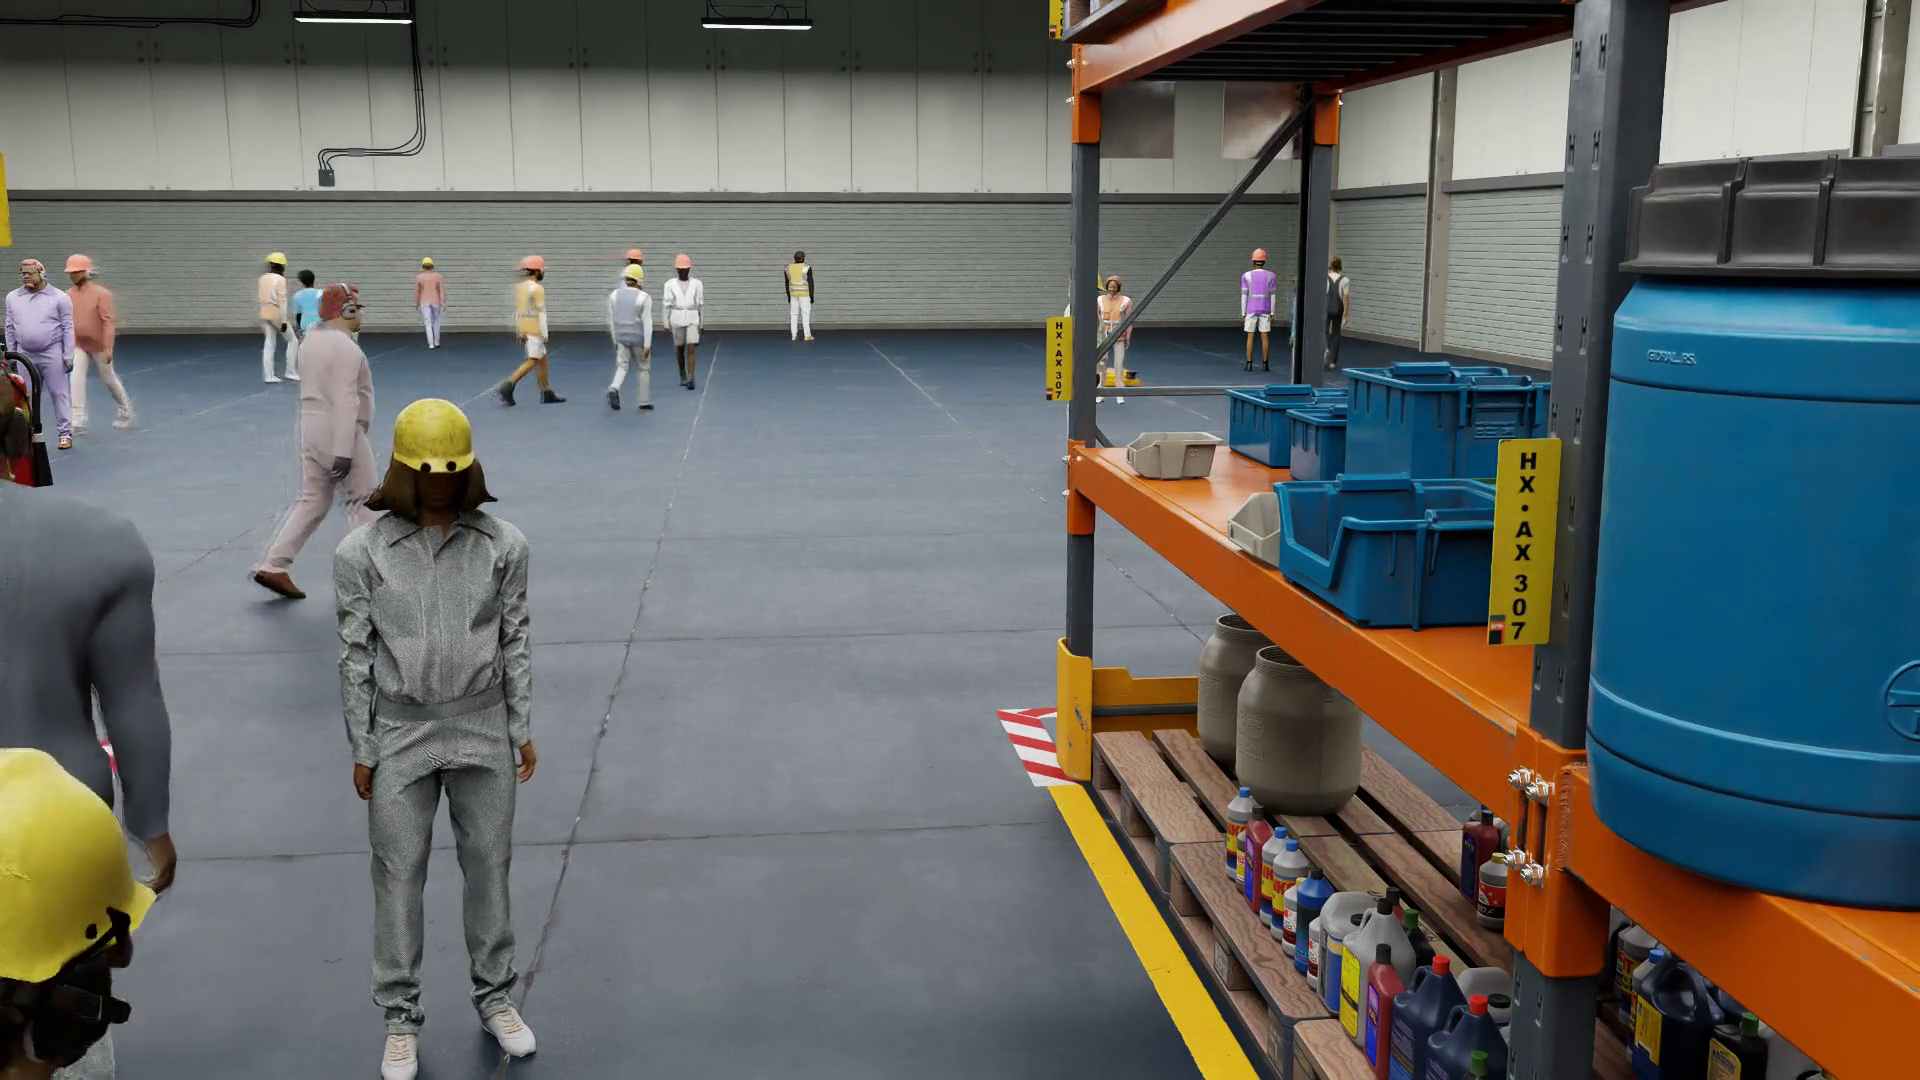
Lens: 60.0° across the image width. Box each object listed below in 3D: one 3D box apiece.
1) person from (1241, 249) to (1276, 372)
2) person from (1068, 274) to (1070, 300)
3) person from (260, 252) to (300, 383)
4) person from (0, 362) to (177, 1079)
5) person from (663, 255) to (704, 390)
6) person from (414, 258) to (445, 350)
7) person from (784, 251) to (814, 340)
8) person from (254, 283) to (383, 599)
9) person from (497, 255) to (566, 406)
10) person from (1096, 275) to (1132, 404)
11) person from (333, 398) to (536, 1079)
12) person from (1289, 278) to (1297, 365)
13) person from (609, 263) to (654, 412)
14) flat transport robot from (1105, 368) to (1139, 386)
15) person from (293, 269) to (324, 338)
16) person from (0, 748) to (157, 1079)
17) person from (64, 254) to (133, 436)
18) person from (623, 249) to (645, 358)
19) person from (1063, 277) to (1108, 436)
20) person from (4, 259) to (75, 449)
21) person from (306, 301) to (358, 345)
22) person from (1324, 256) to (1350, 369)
[{"bbox_3d":[4.728,-3.639,26.391,0.546,1.942,0.353,1,10,5],"label":"person"},{"bbox_3d":[2.233,-4.438,31.053,0.429,1.844,0.626,9,13,39],"label":"person"},{"bbox_3d":[-9.950,-3.245,24.349,0.610,1.893,0.687,7,12,33],"label":"person"},{"bbox_3d":[-1.869,0.595,3.233,0.643,1.925,0.638,-5,12,-26],"label":"person"},{"bbox_3d":[-3.906,-3.086,23.526,0.564,1.889,1.008,-2,11,-10],"label":"person"},{"bbox_3d":[-10.117,-4.507,31.724,0.550,1.718,0.882,-4,11,-20],"label":"person"},{"bbox_3d":[-3.295,-5.043,34.366,0.627,1.844,0.429,3,11,17],"label":"person"},{"bbox_3d":[-3.764,-0.584,9.870,0.645,1.871,0.877,9,14,41],"label":"person"},{"bbox_3d":[-5.478,-2.651,21.090,0.880,1.914,0.559,-7,13,-35],"label":"person"},{"bbox_3d":[1.948,-2.567,21.351,0.511,1.638,0.308,2,10,9],"label":"person"},{"bbox_3d":[-1.312,0.505,4.233,0.485,1.740,0.304,-6,12,-29],"label":"person"},{"bbox_3d":[4.600,-2.712,22.232,0.350,1.614,0.596,8,13,36],"label":"person"},{"bbox_3d":[-3.990,-2.426,20.088,0.589,1.815,0.707,3,11,17],"label":"person"},{"bbox_3d":[1.928,-2.391,24.133,0.652,0.197,1.431,-6,12,-28],"label":"flat transport robot"},{"bbox_3d":[-9.278,-3.052,23.902,0.554,1.669,0.560,2,10,8],"label":"person"},{"bbox_3d":[-0.767,1.021,1.464,0.537,1.710,0.933,1,10,8],"label":"person"},{"bbox_3d":[-9.452,-2.137,18.160,0.629,1.947,1.008,1,10,6],"label":"person"},{"bbox_3d":[-5.725,-4.180,29.424,0.642,1.911,0.575,-6,12,-30],"label":"person"},{"bbox_3d":[1.192,-1.636,15.721,0.404,1.830,0.588,-4,11,-19],"label":"person"},{"bbox_3d":[-9.235,-1.852,16.696,0.645,1.908,0.408,-2,10,-8],"label":"person"},{"bbox_3d":[-5.847,-1.504,15.628,0.508,1.603,0.783,-7,13,-35],"label":"person"},{"bbox_3d":[6.000,-3.658,26.810,0.534,1.828,0.620,2,10,8],"label":"person"}]
